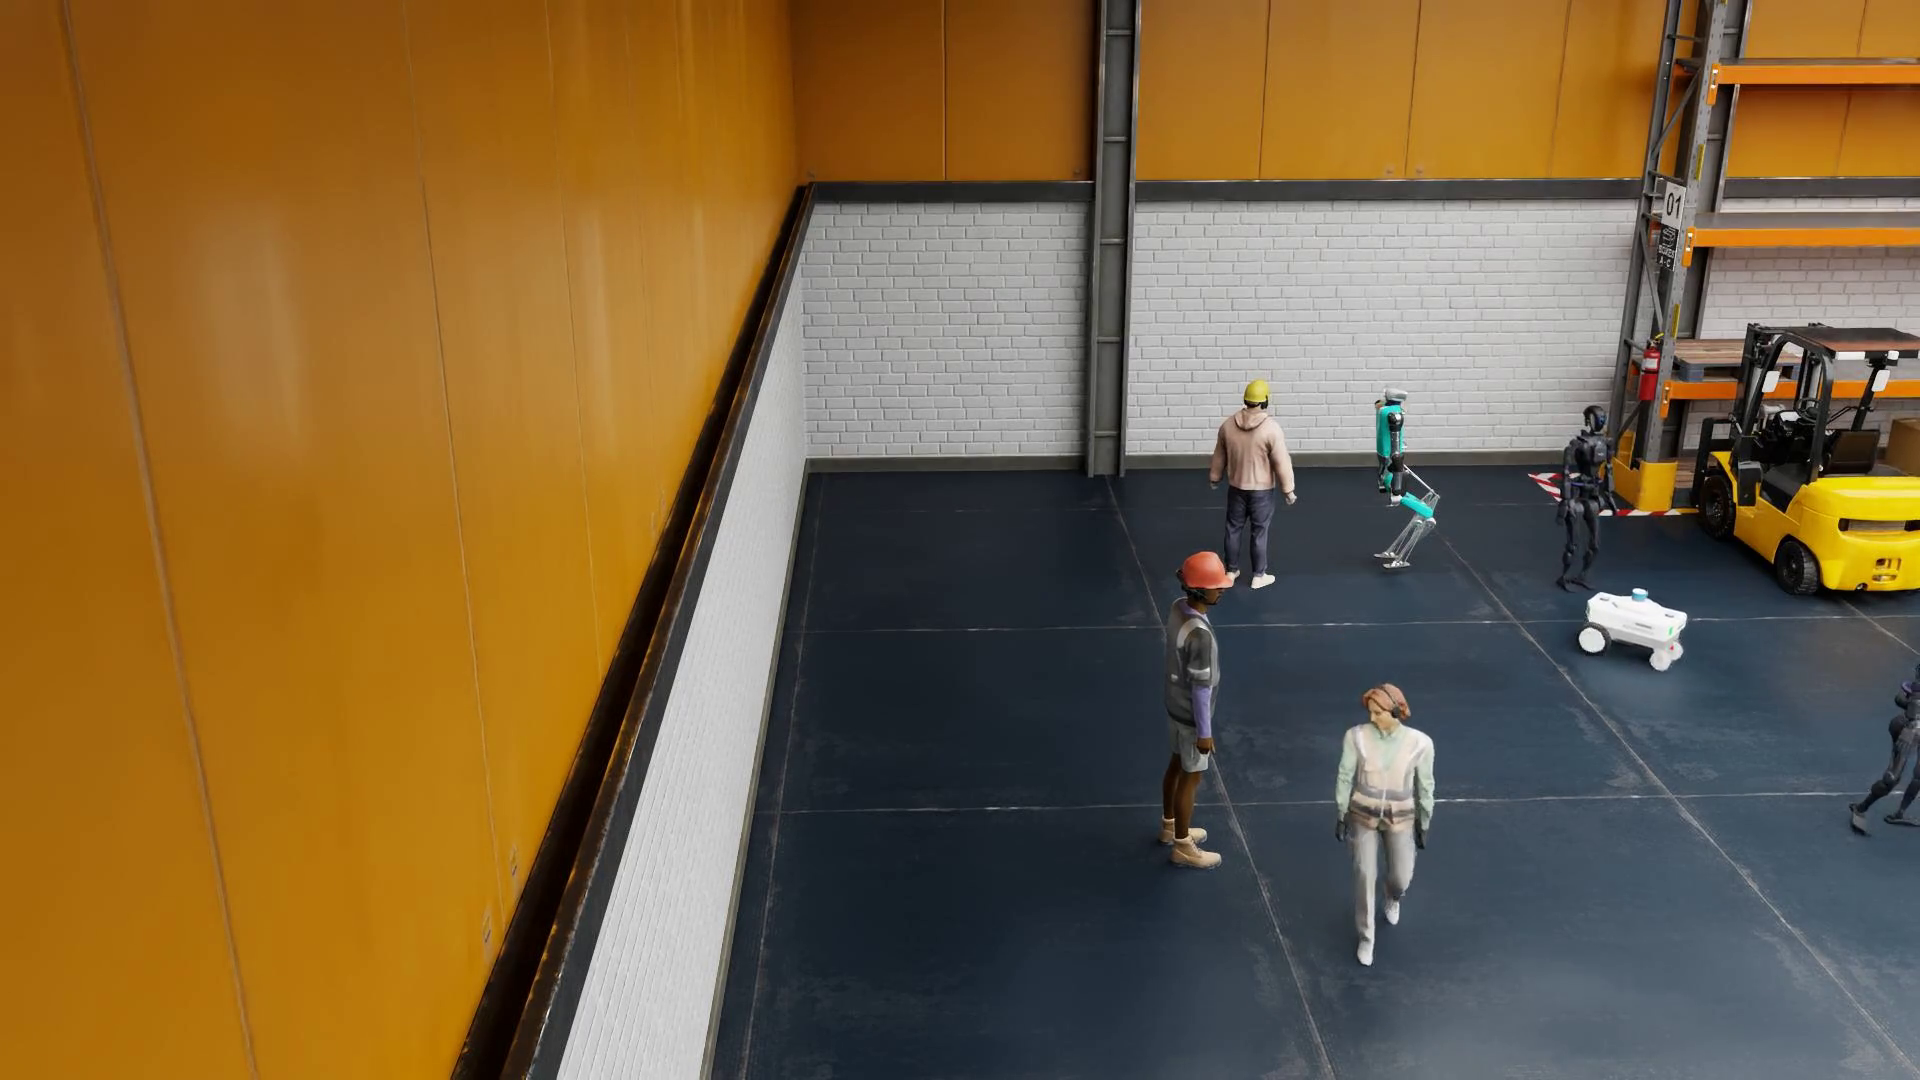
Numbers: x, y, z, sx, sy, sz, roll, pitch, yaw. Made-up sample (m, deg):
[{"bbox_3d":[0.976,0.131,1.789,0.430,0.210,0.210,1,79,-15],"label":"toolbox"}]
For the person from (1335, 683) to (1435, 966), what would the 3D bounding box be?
[{"bbox_3d":[2.372,1.575,9.336,0.536,1.612,0.508,5,21,14],"label":"person"}]

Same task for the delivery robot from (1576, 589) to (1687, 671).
[{"bbox_3d":[5.368,0.677,13.298,0.768,0.591,0.499,17,26,38],"label":"delivery robot"}]

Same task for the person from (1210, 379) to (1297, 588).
[{"bbox_3d":[2.543,-0.483,14.552,0.791,1.867,0.409,12,23,29],"label":"person"}]

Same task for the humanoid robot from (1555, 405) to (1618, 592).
[{"bbox_3d":[5.447,-0.362,14.488,0.601,1.650,0.345,-8,22,-21],"label":"humanoid robot"}]

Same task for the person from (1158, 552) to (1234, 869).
[{"bbox_3d":[1.445,1.030,10.202,0.371,2.042,0.613,-3,20,-7],"label":"person"}]

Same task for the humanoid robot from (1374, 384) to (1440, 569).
[{"bbox_3d":[4.004,-0.566,14.772,0.735,1.677,0.533,-1,20,-2],"label":"humanoid robot"}]

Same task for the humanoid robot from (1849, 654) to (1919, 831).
[{"bbox_3d":[6.103,1.089,10.573,0.604,1.646,0.434,-11,23,-27],"label":"humanoid robot"}]

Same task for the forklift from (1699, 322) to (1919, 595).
[{"bbox_3d":[7.809,-0.792,14.926,1.214,2.155,2.313,-1,20,-2],"label":"forklift"}]
